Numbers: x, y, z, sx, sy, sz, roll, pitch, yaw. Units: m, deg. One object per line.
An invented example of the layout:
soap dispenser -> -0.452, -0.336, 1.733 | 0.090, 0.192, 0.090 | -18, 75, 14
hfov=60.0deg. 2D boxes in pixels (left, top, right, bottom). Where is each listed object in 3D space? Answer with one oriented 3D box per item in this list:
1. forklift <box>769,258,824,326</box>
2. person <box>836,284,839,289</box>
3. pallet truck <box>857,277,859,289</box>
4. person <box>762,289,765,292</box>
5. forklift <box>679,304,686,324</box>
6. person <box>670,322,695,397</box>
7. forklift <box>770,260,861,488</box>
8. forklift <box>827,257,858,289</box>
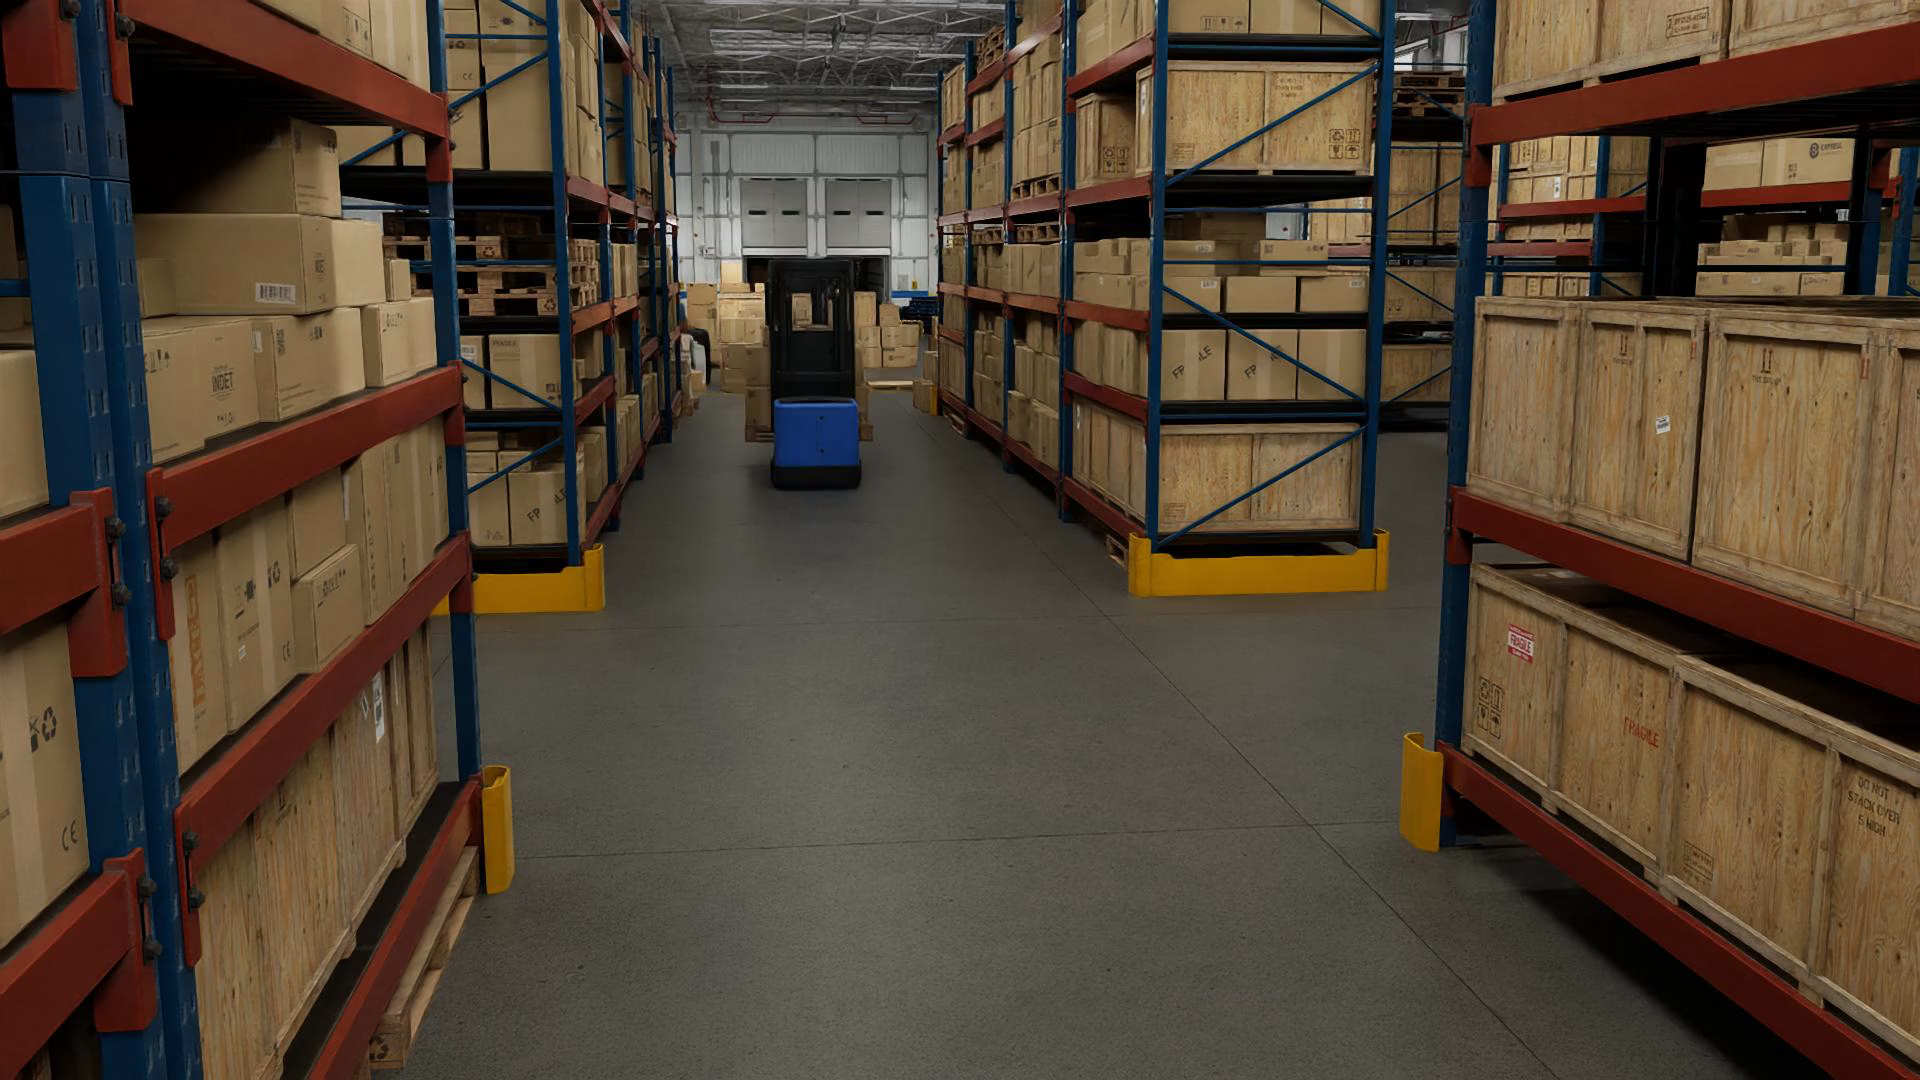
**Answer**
forklift -> -2.789, -3.434, 28.559 | 1.129, 2.768, 1.873 | -1, 10, -7
person -> -4.081, -7.743, 56.420 | 0.629, 1.927, 0.464 | 1, 10, 6
pallet truck -> -3.782, -9.391, 65.808 | 1.885, 1.965, 0.823 | 2, 10, 10
person -> -5.368, -5.942, 45.898 | 0.373, 1.940, 0.629 | 0, 10, 2
forklift -> -10.933, -8.849, 60.085 | 1.873, 2.768, 1.129 | 0, 10, 0
person -> -5.432, -3.433, 32.296 | 0.855, 1.595, 0.516 | 8, 13, 40
forklift -> -1.854, -2.144, 21.048 | 1.129, 2.768, 1.873 | -1, 10, -7
forklift -> -3.358, -6.666, 47.375 | 1.129, 2.768, 1.873 | -1, 10, -7
